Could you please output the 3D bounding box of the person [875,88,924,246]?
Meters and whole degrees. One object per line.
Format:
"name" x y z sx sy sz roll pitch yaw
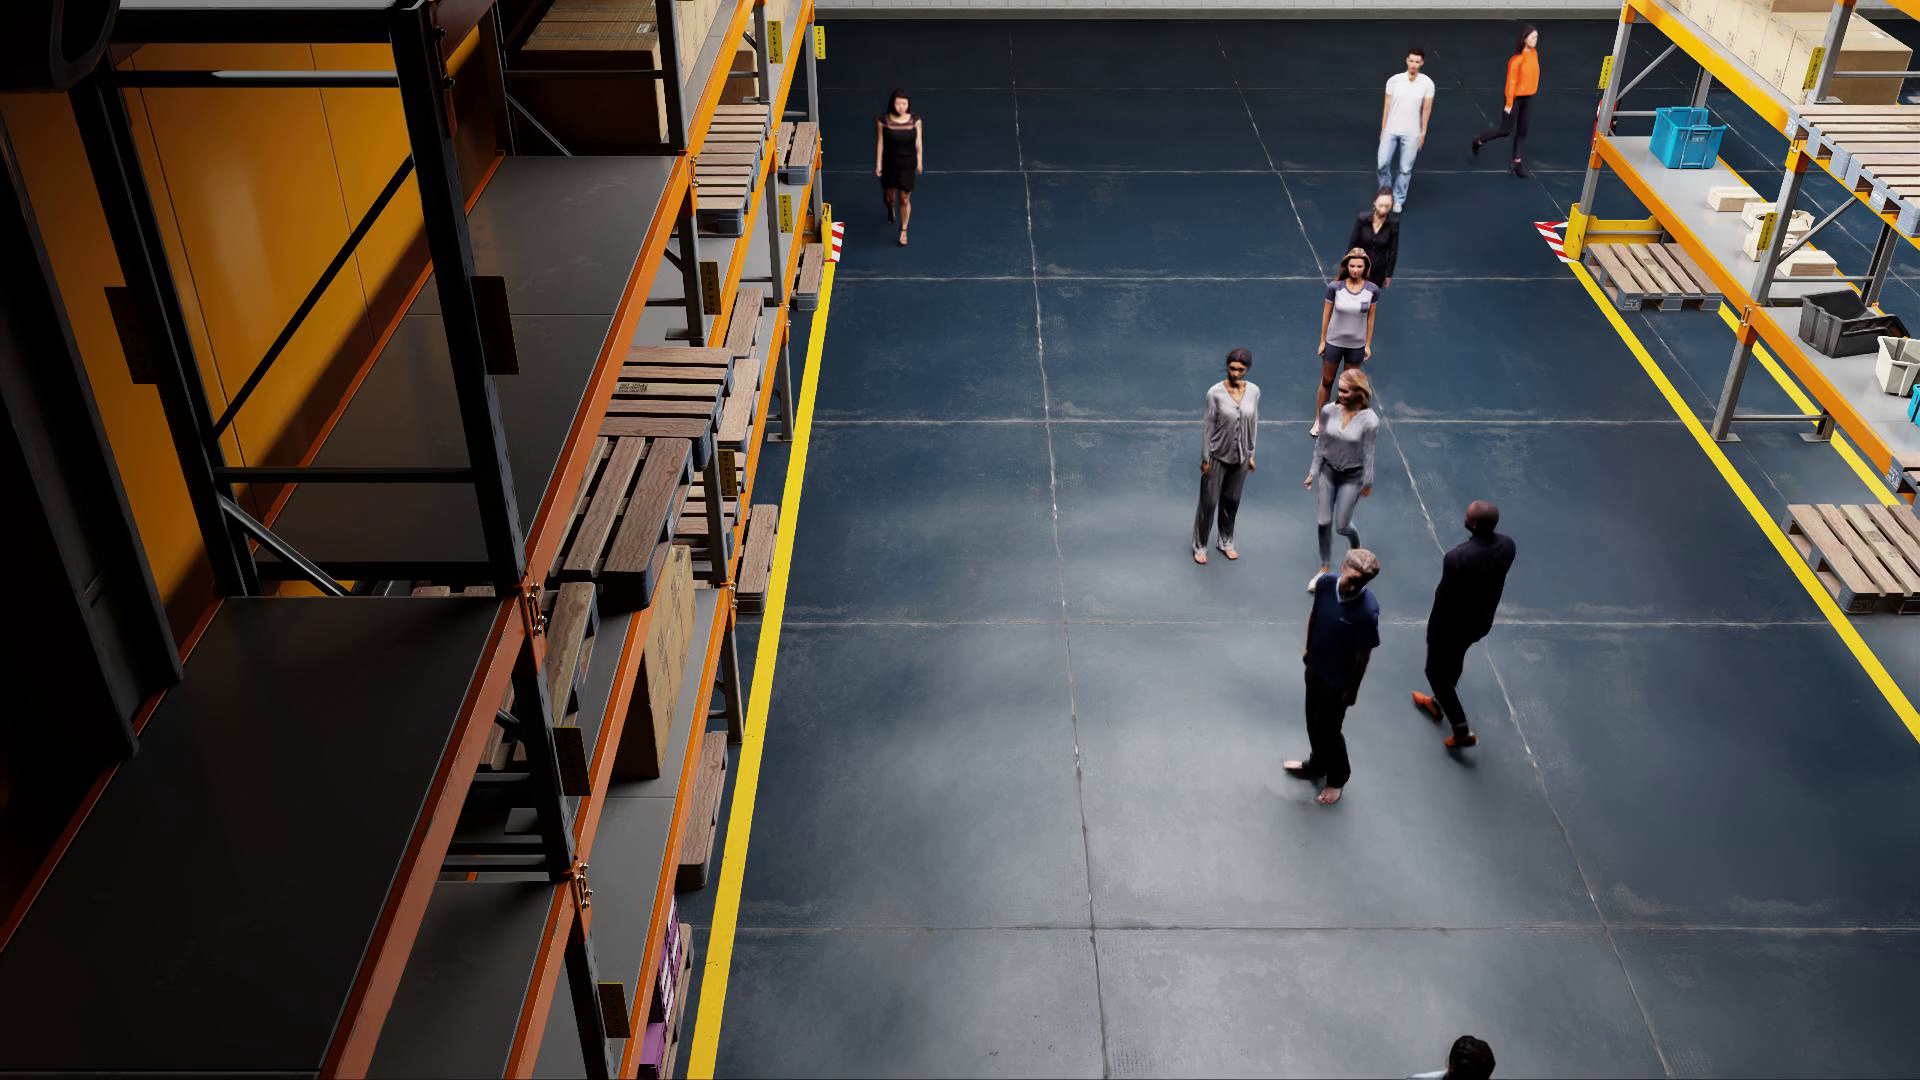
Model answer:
"person" -0.655 -3.953 17.548 0.706 1.699 0.792 -3 34 -4

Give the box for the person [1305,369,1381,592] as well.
"person" 2.830 -0.482 12.253 0.859 1.778 0.932 22 40 30

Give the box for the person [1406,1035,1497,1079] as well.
"person" 2.073 2.798 7.291 0.691 1.809 0.585 3 34 5

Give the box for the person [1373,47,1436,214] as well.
"person" 4.871 -4.507 18.245 0.784 1.848 0.793 13 36 18

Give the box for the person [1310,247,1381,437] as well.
"person" 3.263 -1.678 14.093 0.629 1.733 0.592 5 34 8

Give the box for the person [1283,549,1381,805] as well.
"person" 2.289 0.782 10.289 0.814 1.848 0.638 -6 34 -9

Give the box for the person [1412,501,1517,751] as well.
"person" 3.248 0.565 10.653 0.972 1.806 1.114 -16 37 -23

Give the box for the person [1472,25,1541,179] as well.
"person" 6.366 -5.078 19.216 1.020 1.725 1.115 -26 42 -34

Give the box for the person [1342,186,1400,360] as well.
"person" 3.755 -2.473 15.328 0.646 1.690 0.662 7 34 10

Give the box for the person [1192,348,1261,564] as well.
"person" 1.999 -0.650 12.510 0.627 1.773 0.590 -7 34 -10
